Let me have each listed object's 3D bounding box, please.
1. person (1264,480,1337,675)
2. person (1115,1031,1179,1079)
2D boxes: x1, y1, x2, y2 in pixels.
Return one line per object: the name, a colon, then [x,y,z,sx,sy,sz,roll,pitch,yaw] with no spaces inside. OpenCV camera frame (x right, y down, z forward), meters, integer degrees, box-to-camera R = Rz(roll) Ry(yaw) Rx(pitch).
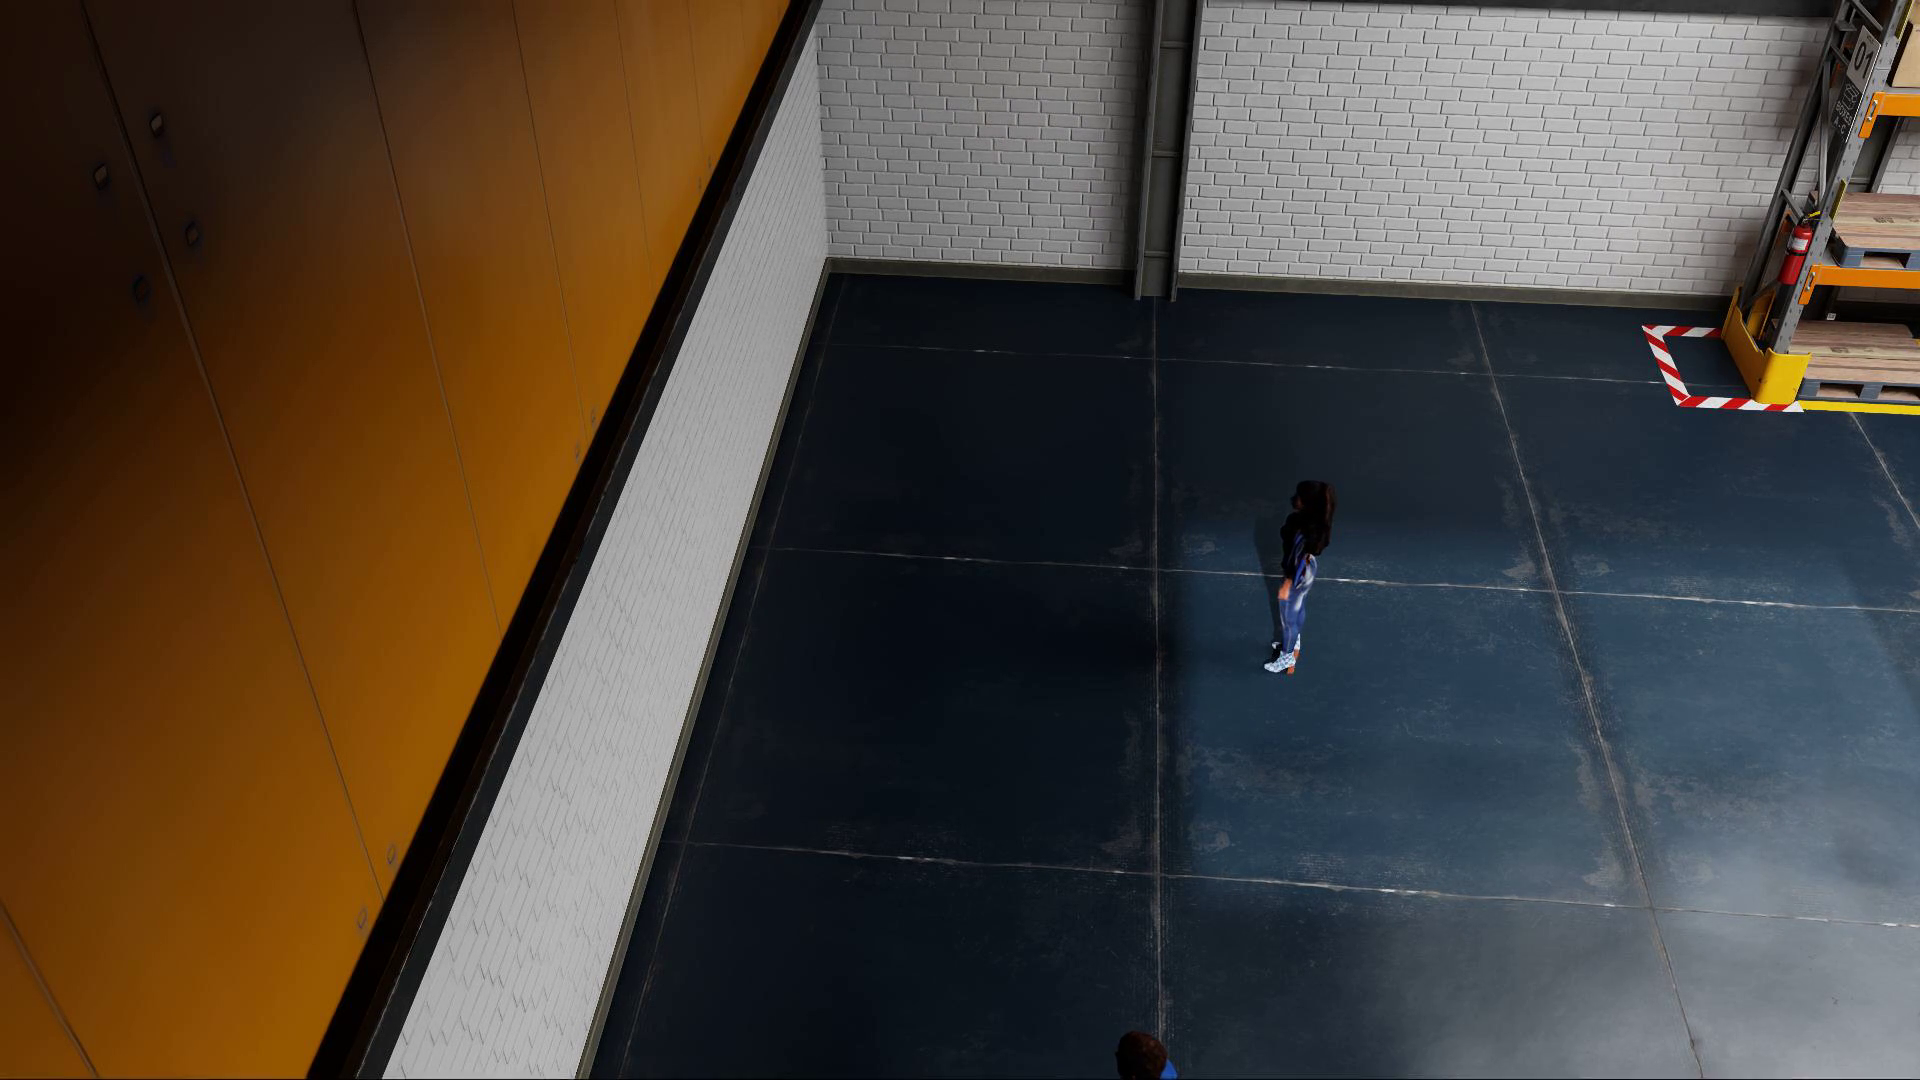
person: [2.309,0.245,11.397,0.661,1.607,0.677,16,41,19]
person: [0.808,2.922,7.838,0.698,1.866,0.720,17,42,20]
